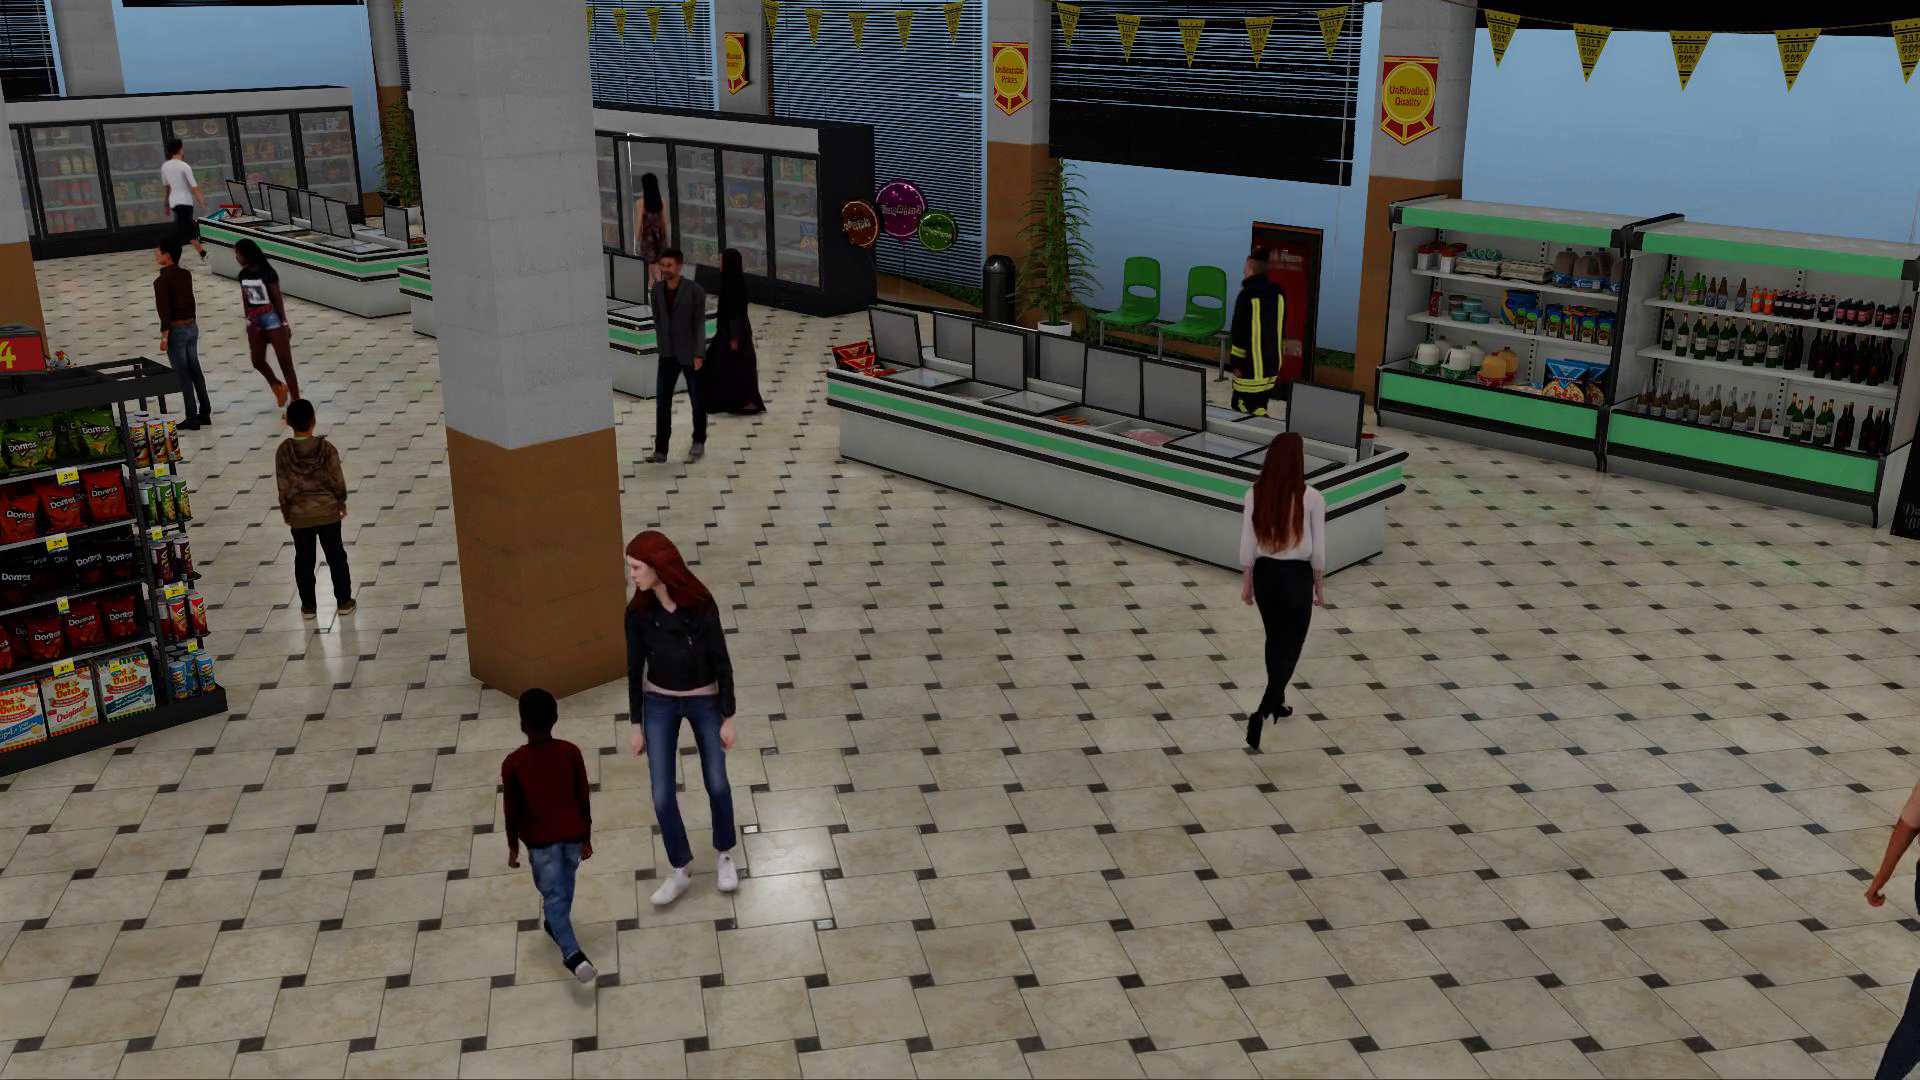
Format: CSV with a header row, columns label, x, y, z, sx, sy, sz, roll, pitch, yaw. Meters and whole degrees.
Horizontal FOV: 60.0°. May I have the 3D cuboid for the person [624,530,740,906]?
label,x,y,z,sx,sy,sz,roll,pitch,yaw
person,-1.248,0.793,7.429,0.769,1.765,0.824,-5,19,-15

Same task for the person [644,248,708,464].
label,x,y,z,sx,sy,sz,roll,pitch,yaw
person,-2.381,-1.604,14.422,1.089,1.838,1.068,4,19,12

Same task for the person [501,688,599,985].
label,x,y,z,sx,sy,sz,roll,pitch,yaw
person,-1.655,1.258,6.909,0.637,1.216,0.926,-11,22,-30

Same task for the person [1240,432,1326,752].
label,x,y,z,sx,sy,sz,roll,pitch,yaw
person,1.708,0.309,8.913,1.104,1.732,0.866,10,21,27

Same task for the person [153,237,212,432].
label,x,y,z,sx,sy,sz,roll,pitch,yaw
person,-7.228,-1.915,15.432,0.724,1.782,0.723,4,19,11

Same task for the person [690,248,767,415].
label,x,y,z,sx,sy,sz,roll,pitch,yaw
person,-2.089,-1.980,15.900,1.031,1.606,0.957,1,19,2

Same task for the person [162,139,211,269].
label,x,y,z,sx,sy,sz,roll,pitch,yaw
person,-11.247,-4.788,23.918,1.246,1.805,1.068,7,20,21

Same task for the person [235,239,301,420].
label,x,y,z,sx,sy,sz,roll,pitch,yaw
person,-6.588,-2.012,15.846,0.863,1.701,0.917,1,19,3

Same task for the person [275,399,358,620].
label,x,y,z,sx,sy,sz,roll,pitch,yaw
person,-4.227,-0.205,10.871,0.675,1.455,0.698,-6,20,-18

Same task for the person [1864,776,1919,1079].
label,x,y,z,sx,sy,sz,roll,pitch,yaw
person,3.664,1.289,6.011,0.954,1.731,1.181,-8,20,-23

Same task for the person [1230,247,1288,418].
label,x,y,z,sx,sy,sz,roll,pitch,yaw
person,2.601,-1.565,14.298,0.868,1.844,1.033,-12,22,-31

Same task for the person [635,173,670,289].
label,x,y,z,sx,sy,sz,roll,pitch,yaw
person,-3.744,-3.604,20.510,0.613,1.738,1.122,-17,25,-41
